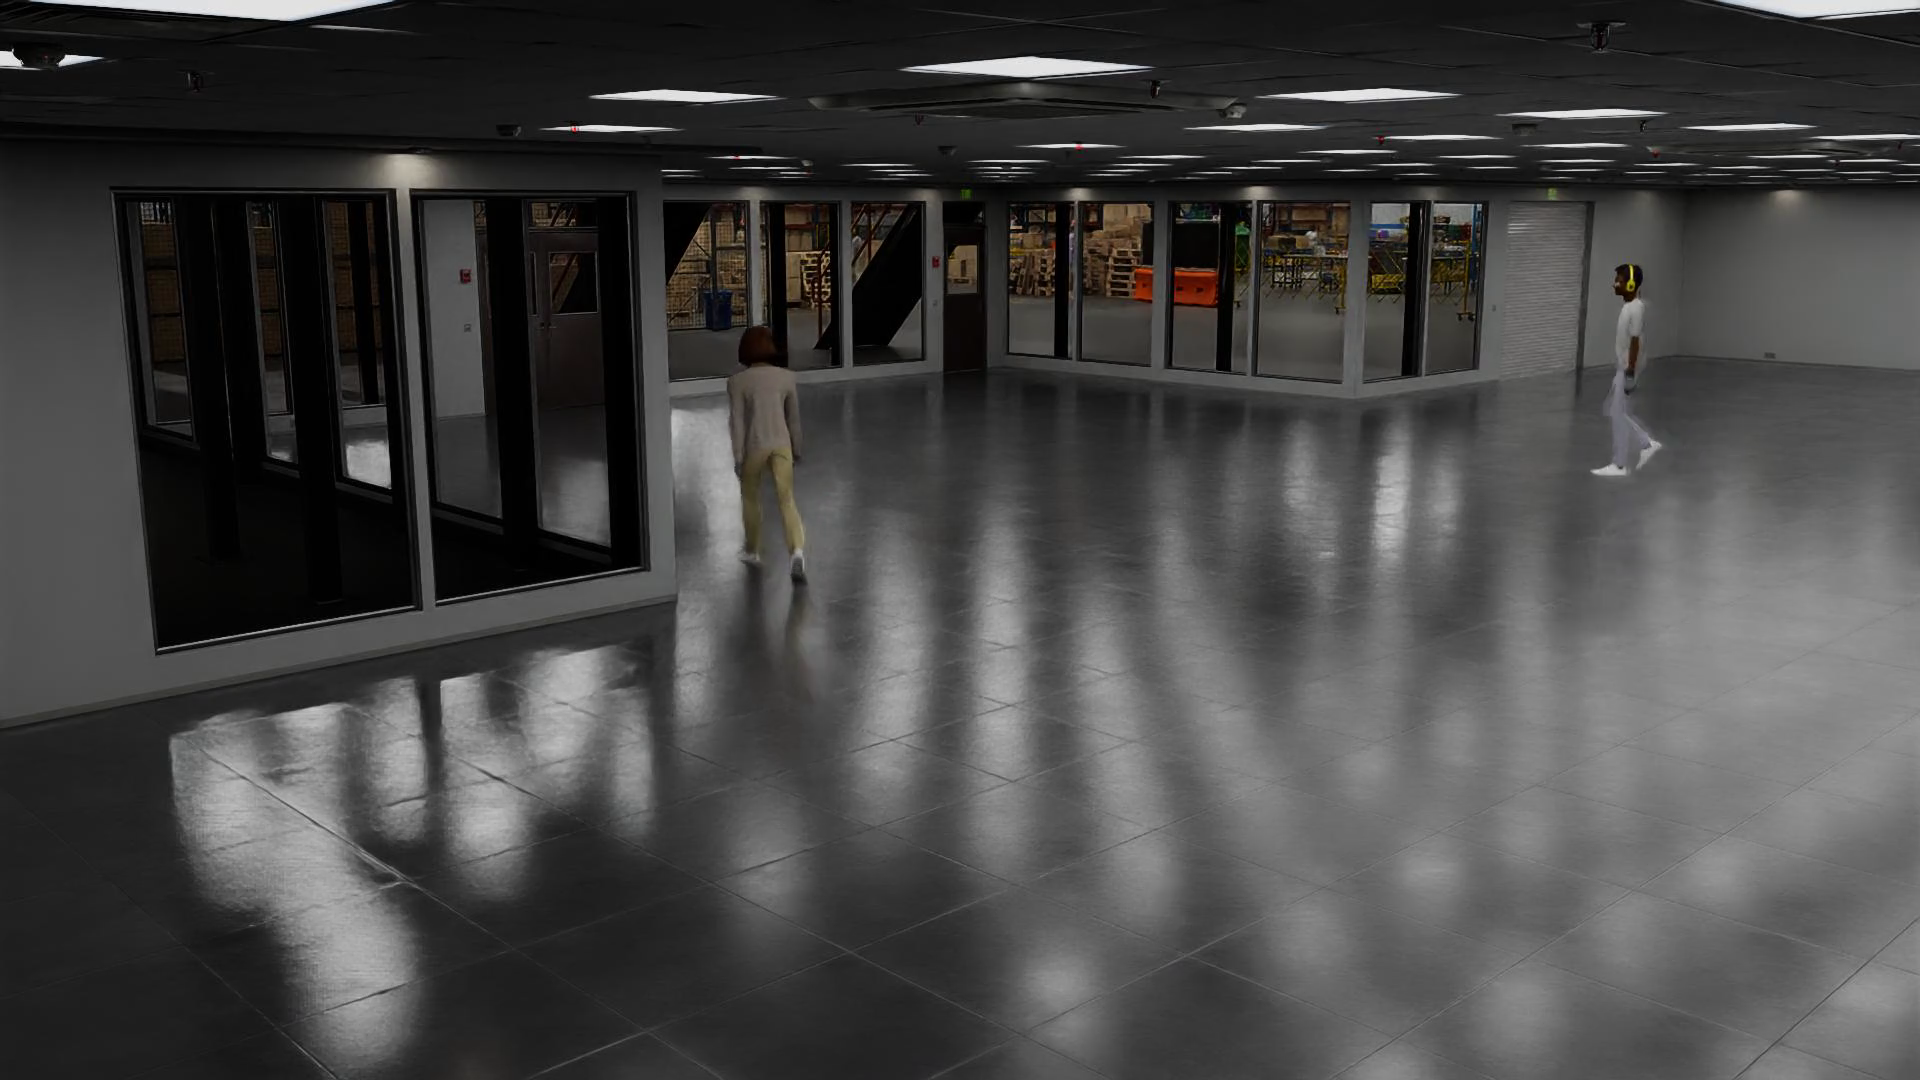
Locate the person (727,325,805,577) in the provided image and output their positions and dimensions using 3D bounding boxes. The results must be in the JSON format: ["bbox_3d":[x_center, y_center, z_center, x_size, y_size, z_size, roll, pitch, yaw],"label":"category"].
[{"bbox_3d":[-1.218,-0.573,10.631,0.512,1.594,0.847,-6,13,-28],"label":"person"}]

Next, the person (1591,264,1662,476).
[{"bbox_3d":[5.833,-1.466,14.454,0.480,1.854,0.544,3,12,17],"label":"person"}]
